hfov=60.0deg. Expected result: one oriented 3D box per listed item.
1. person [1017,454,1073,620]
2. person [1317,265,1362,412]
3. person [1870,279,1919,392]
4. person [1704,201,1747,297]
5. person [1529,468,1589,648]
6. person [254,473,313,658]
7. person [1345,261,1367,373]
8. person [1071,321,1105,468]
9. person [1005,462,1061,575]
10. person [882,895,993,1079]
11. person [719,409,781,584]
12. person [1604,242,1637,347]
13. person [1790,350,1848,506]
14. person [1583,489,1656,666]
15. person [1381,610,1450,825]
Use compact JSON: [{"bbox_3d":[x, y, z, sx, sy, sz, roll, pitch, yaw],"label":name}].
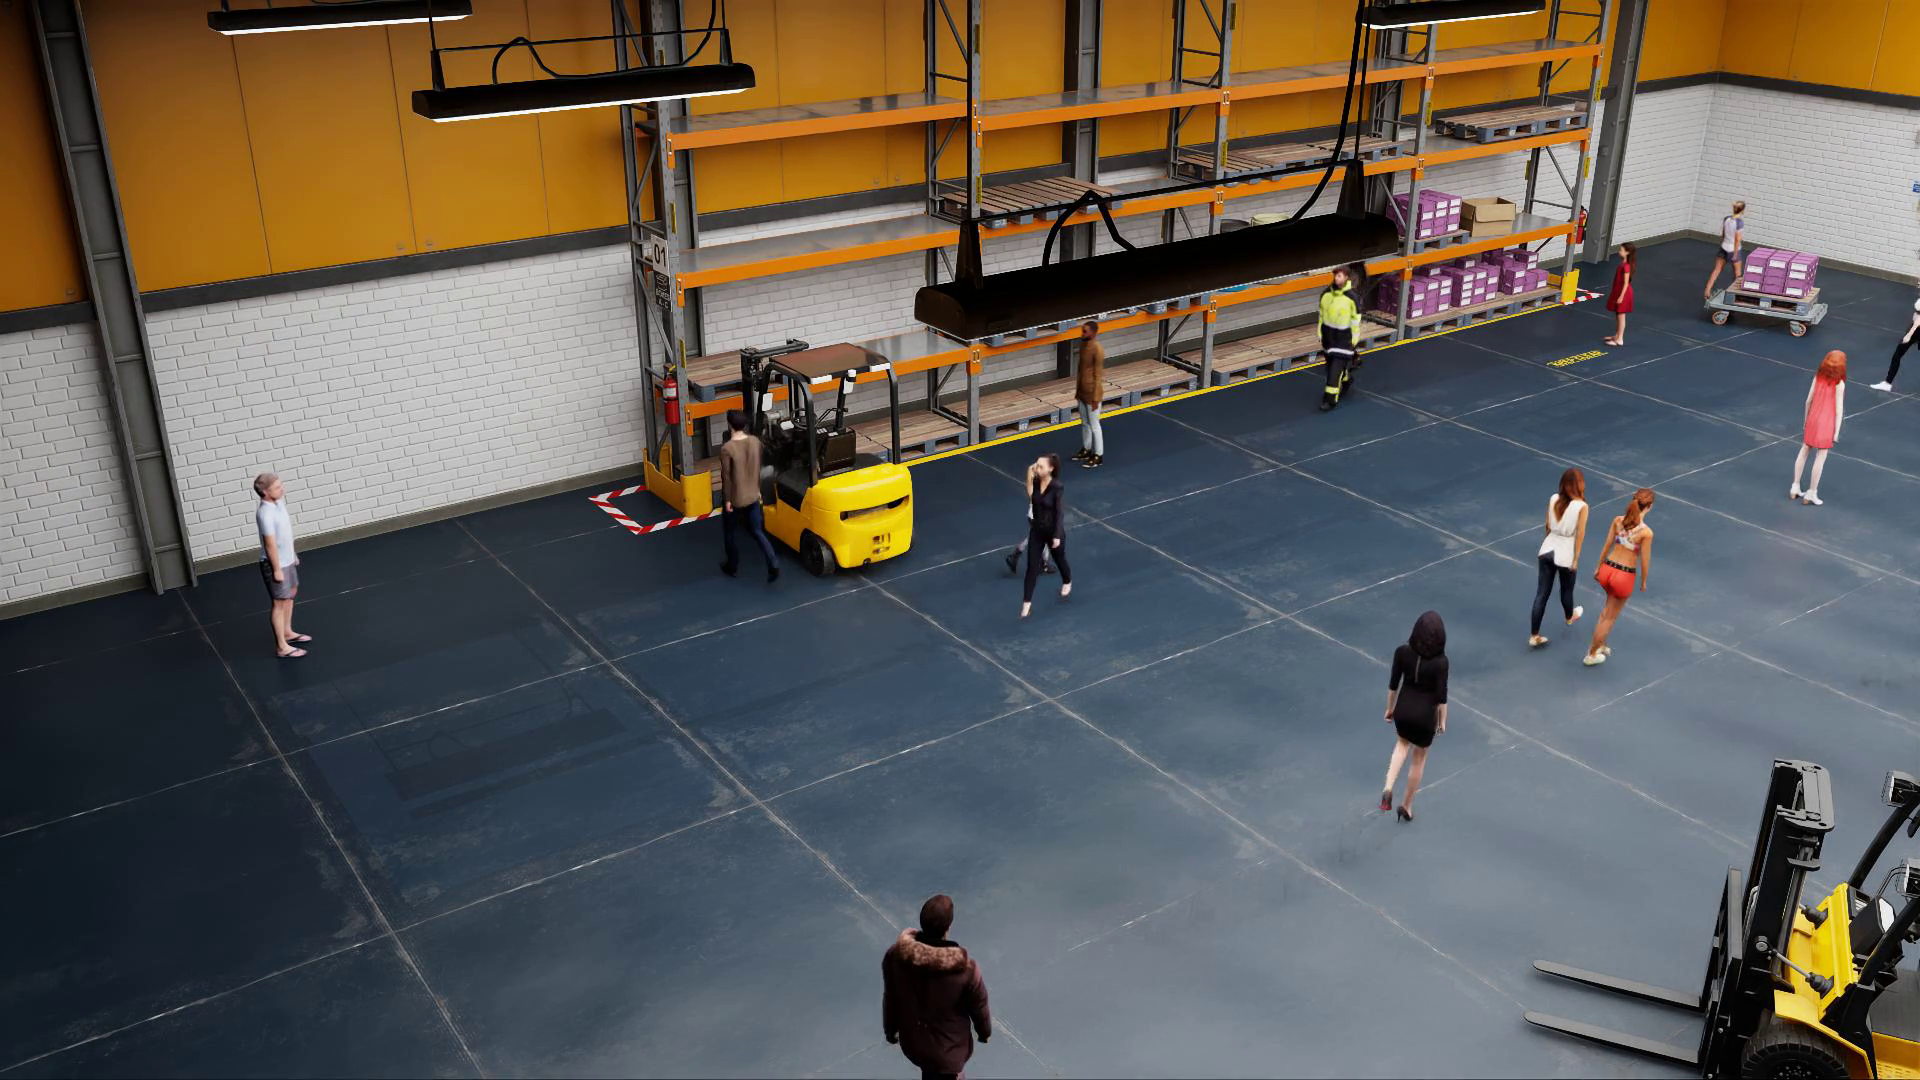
[{"bbox_3d":[0.922,-0.060,16.503,0.784,1.671,1.127,19,30,36],"label":"person"},{"bbox_3d":[5.128,-2.733,22.272,1.200,1.949,0.884,-21,31,-39],"label":"person"},{"bbox_3d":[13.179,-2.768,22.655,1.161,1.705,1.138,5,24,12],"label":"person"},{"bbox_3d":[12.580,-4.733,27.307,1.051,1.580,0.705,-10,26,-22],"label":"person"},{"bbox_3d":[5.639,0.202,15.810,1.115,1.747,0.705,-21,31,-39],"label":"person"},{"bbox_3d":[-6.445,0.208,15.693,0.723,1.829,0.728,-3,24,-7],"label":"person"},{"bbox_3d":[5.573,-3.259,23.619,0.918,1.834,0.820,16,28,32],"label":"person"},{"bbox_3d":[1.595,-1.798,20.300,0.553,1.815,0.637,-12,26,-26],"label":"person"},{"bbox_3d":[0.757,-0.216,17.368,0.847,1.264,0.596,-9,25,-20],"label":"person"},{"bbox_3d":[-0.184,2.924,9.530,1.130,1.790,1.302,10,26,22],"label":"person"},{"bbox_3d":[-2.184,-0.416,17.077,1.075,1.863,0.803,-20,31,-38],"label":"person"},{"bbox_3d":[9.961,-3.708,24.998,0.742,1.552,0.682,7,24,15],"label":"person"},{"bbox_3d":[9.907,-1.304,19.157,0.600,1.826,0.648,-9,25,-19],"label":"person"},{"bbox_3d":[6.025,0.392,15.356,0.645,1.763,0.626,-16,28,-31],"label":"person"},{"bbox_3d":[3.492,1.442,12.921,0.673,1.788,0.722,19,30,37],"label":"person"}]
